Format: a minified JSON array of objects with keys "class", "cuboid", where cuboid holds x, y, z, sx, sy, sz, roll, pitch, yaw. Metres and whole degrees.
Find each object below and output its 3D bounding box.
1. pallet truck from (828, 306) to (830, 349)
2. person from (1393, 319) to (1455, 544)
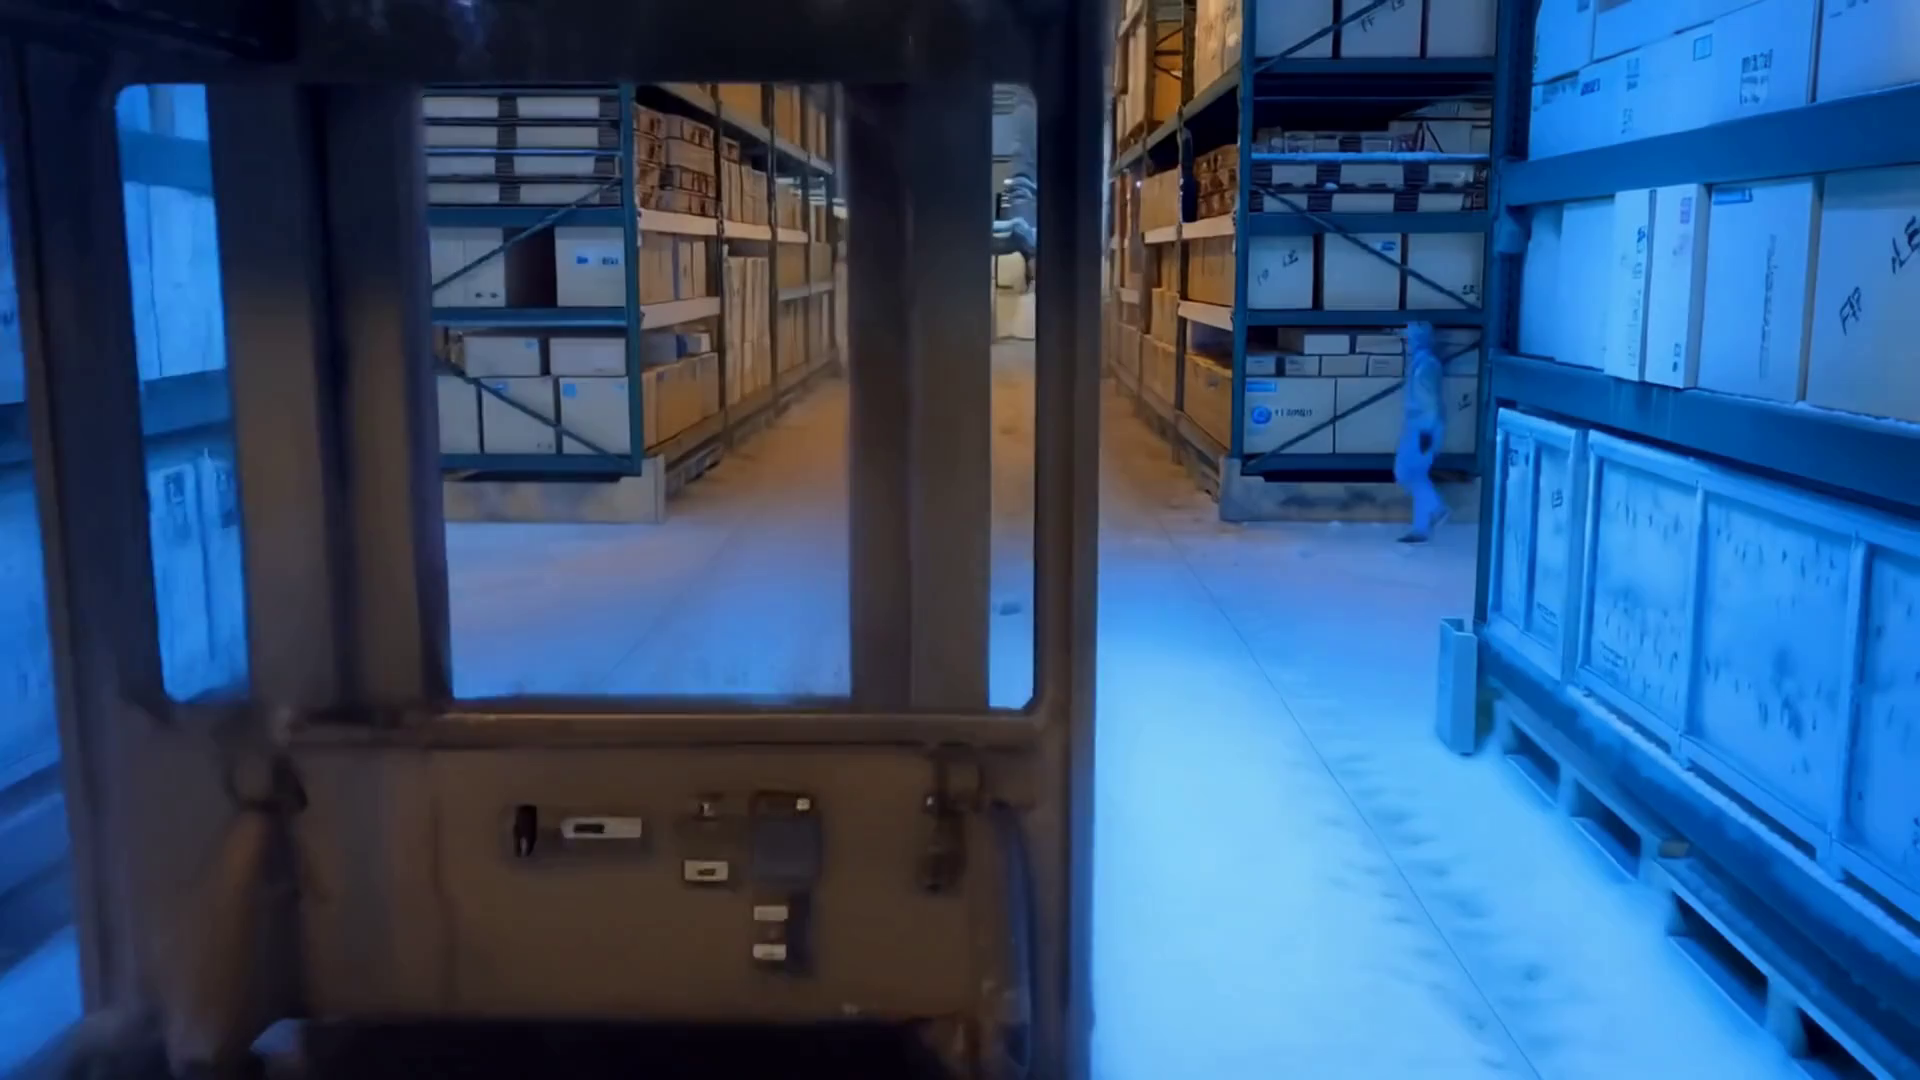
[{"class":"pallet truck","cuboid":[-3.100,-3.940,29.800,1.885,1.965,0.823,3,10,19]},{"class":"person","cuboid":[3.356,-0.774,11.958,0.418,1.628,0.527,-1,10,-6]}]
